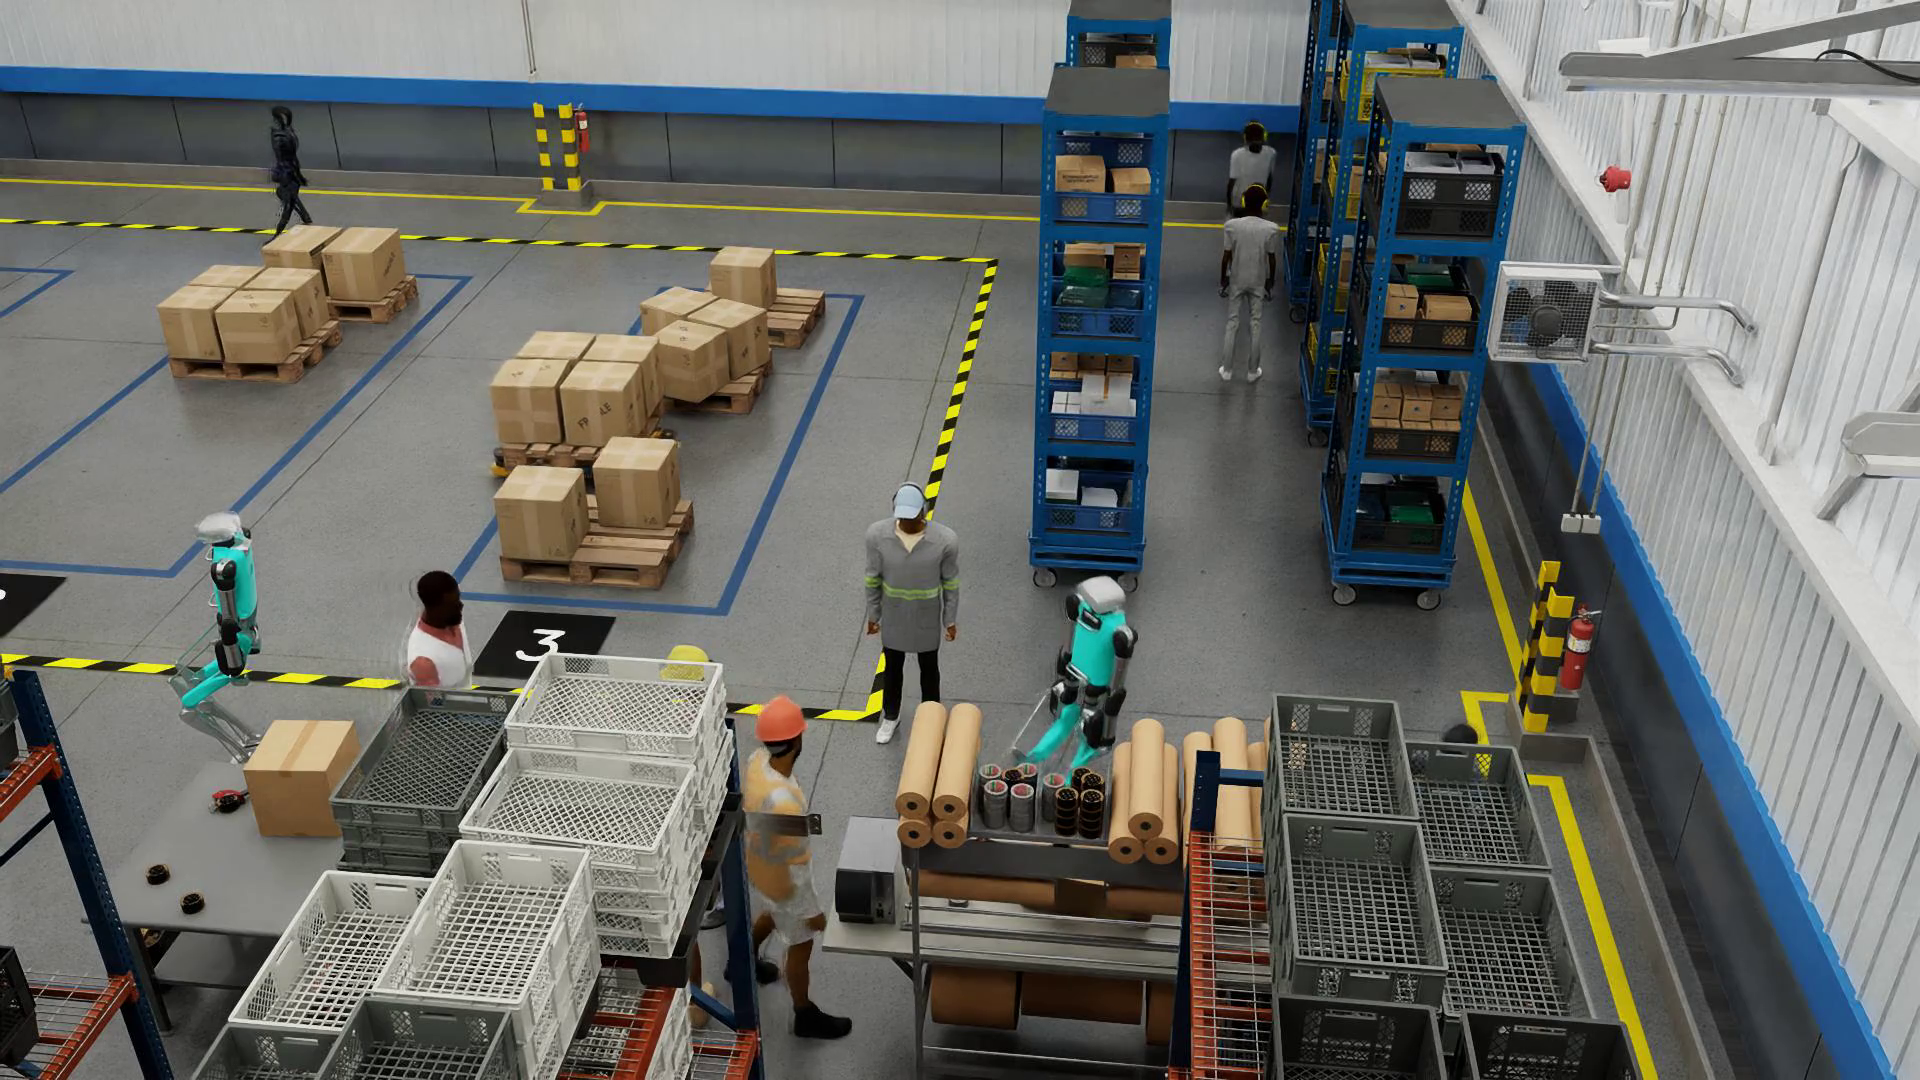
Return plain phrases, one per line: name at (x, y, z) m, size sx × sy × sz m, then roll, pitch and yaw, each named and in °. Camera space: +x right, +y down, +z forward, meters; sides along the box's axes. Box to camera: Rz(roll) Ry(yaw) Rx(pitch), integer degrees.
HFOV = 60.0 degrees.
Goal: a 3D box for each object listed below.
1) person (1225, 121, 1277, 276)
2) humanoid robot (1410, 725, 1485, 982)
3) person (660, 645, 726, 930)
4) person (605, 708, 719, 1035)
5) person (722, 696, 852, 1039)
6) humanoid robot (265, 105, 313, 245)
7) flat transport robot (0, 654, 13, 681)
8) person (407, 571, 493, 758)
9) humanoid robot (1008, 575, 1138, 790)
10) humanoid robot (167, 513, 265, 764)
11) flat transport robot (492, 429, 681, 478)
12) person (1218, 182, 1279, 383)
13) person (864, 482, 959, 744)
person at (2.958, -3.382, 16.935) m, size 0.536 × 1.820 × 0.875 m, roll -3°, pitch 30°, yaw -5°
humanoid robot at (2.481, 1.612, 8.506) m, size 0.595 × 1.646 × 0.372 m, roll 20°, pitch 35°, yaw 30°
person at (-1.390, 1.314, 8.927) m, size 0.320 × 1.767 × 0.532 m, roll -8°, pitch 31°, yaw -13°
person at (-1.503, 1.577, 8.220) m, size 0.603 × 2.034 × 0.402 m, roll 5°, pitch 31°, yaw 9°
person at (-0.906, 1.655, 8.213) m, size 0.561 × 1.909 × 0.676 m, roll -8°, pitch 31°, yaw -13°
humanoid robot at (-7.321, -3.905, 18.052) m, size 0.784 × 1.637 × 0.609 m, roll -2°, pitch 30°, yaw -3°
flat transport robot at (-7.142, 0.969, 11.010) m, size 1.431 × 0.231 × 0.659 m, roll 3°, pitch 30°, yaw 6°
person at (-2.740, 0.996, 9.349) m, size 0.789 × 1.889 × 0.630 m, roll 1°, pitch 30°, yaw 2°
humanoid robot at (0.561, 1.119, 9.408) m, size 0.751 × 1.902 × 0.548 m, roll -19°, pitch 35°, yaw -29°
humanoid robot at (-4.523, 0.618, 10.021) m, size 0.735 × 1.674 × 0.533 m, roll -5°, pitch 31°, yaw -8°
flat transport robot at (-3.120, -0.739, 13.916) m, size 1.431 × 0.197 × 0.652 m, roll 3°, pitch 30°, yaw 6°
person at (2.601, -2.323, 15.072) m, size 0.514 × 1.871 × 0.327 m, roll 5°, pitch 31°, yaw 9°
person at (-0.305, 0.474, 10.302) m, size 0.590 × 1.852 × 0.439 m, roll 3°, pitch 30°, yaw 6°
